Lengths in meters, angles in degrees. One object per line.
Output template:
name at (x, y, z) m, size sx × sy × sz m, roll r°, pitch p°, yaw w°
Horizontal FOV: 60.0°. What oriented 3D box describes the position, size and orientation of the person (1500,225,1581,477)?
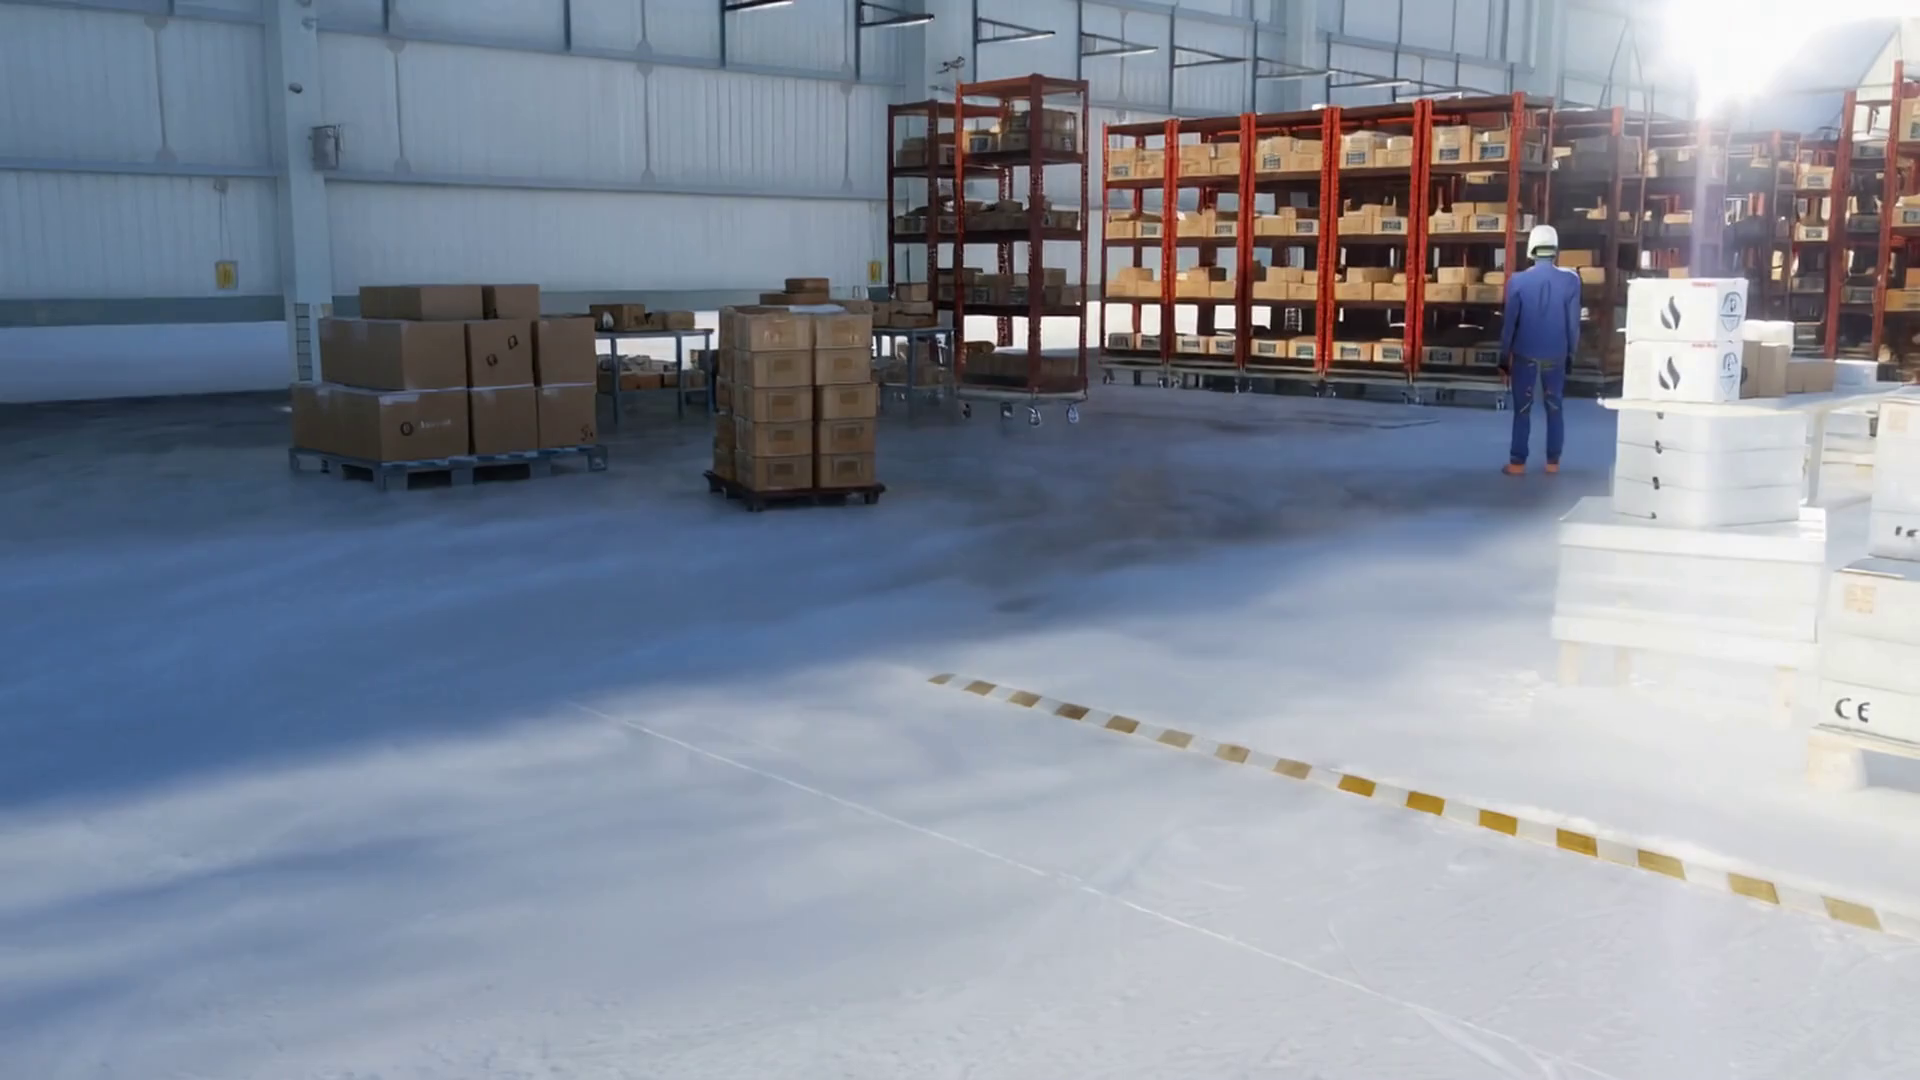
person at (4.594, -1.487, 13.201) m, size 0.611 × 1.997 × 0.375 m, roll 0°, pitch 9°, yaw 1°
